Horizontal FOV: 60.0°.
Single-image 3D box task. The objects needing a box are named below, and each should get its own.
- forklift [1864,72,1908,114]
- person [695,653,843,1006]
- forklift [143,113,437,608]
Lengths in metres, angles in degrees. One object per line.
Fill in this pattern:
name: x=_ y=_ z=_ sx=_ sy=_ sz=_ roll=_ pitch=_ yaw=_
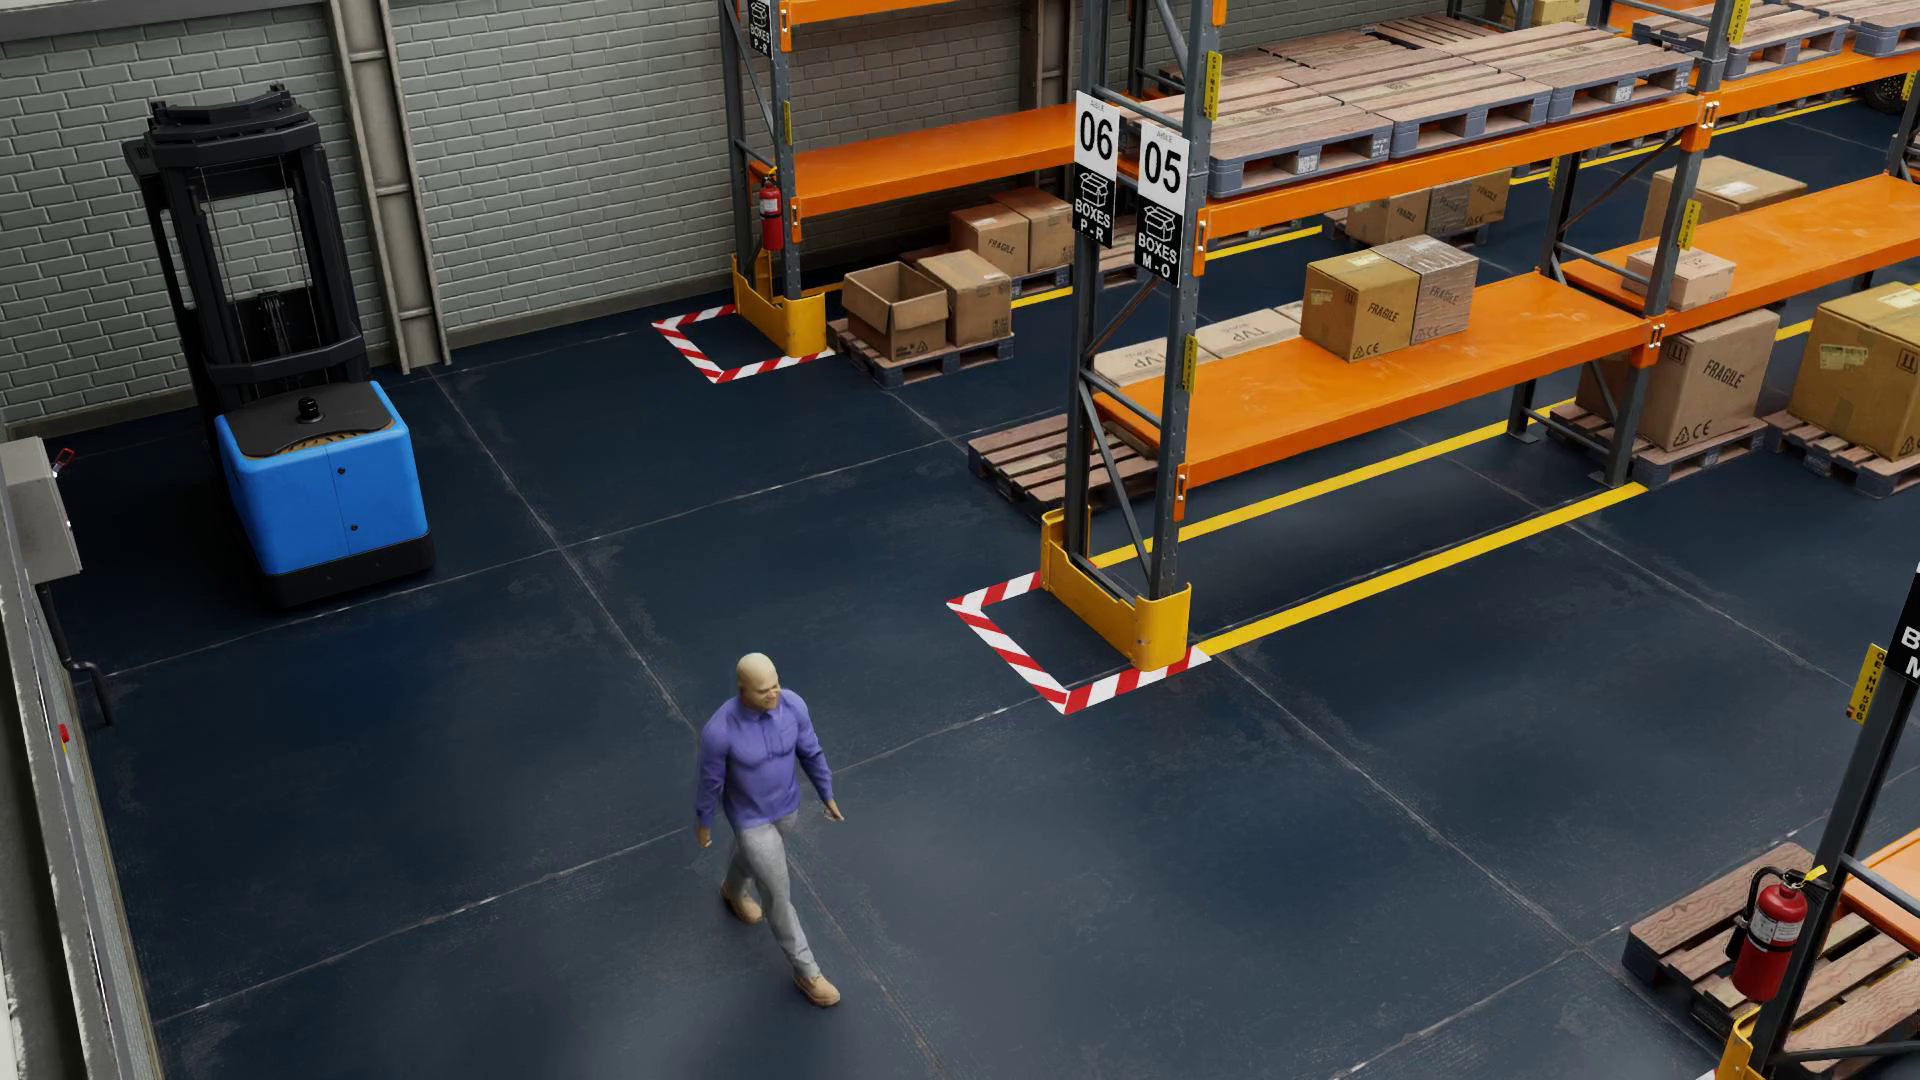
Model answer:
forklift: x=11.468 y=-5.645 z=18.244 sx=1.214 sy=2.155 sz=2.313 roll=-17 pitch=36 yaw=-26
person: x=-0.886 y=1.218 z=7.568 sx=0.599 sy=1.746 sz=0.983 roll=-24 pitch=39 yaw=-34
forklift: x=-4.289 y=-1.259 z=10.509 sx=1.129 sy=2.768 sz=1.873 roll=-17 pitch=36 yaw=-26
